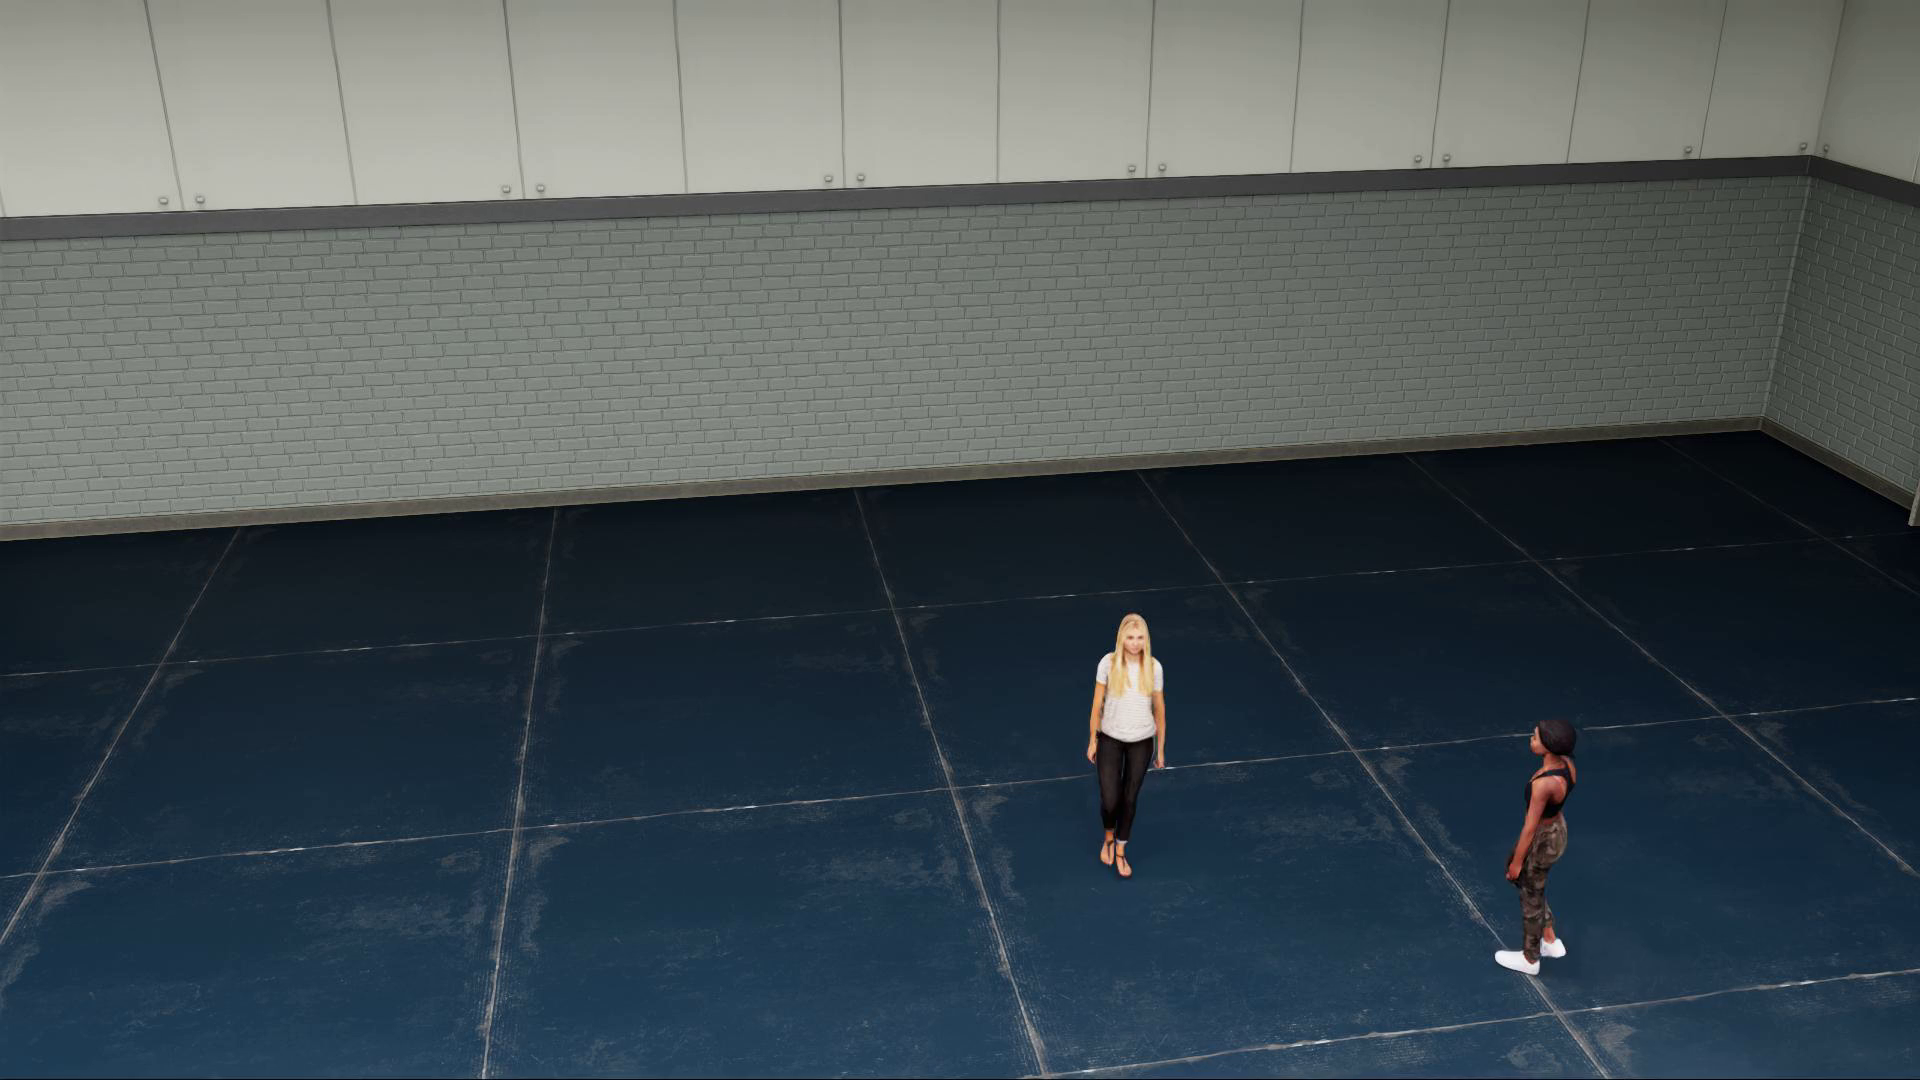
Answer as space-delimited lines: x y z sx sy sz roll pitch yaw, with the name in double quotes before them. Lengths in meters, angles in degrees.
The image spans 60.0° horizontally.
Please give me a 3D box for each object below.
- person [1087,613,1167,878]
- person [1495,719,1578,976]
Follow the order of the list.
"person" 1.032 1.259 10.579 0.646 1.819 0.612 -2 23 -5
"person" 3.401 1.791 9.497 0.811 1.687 0.749 17 29 35
